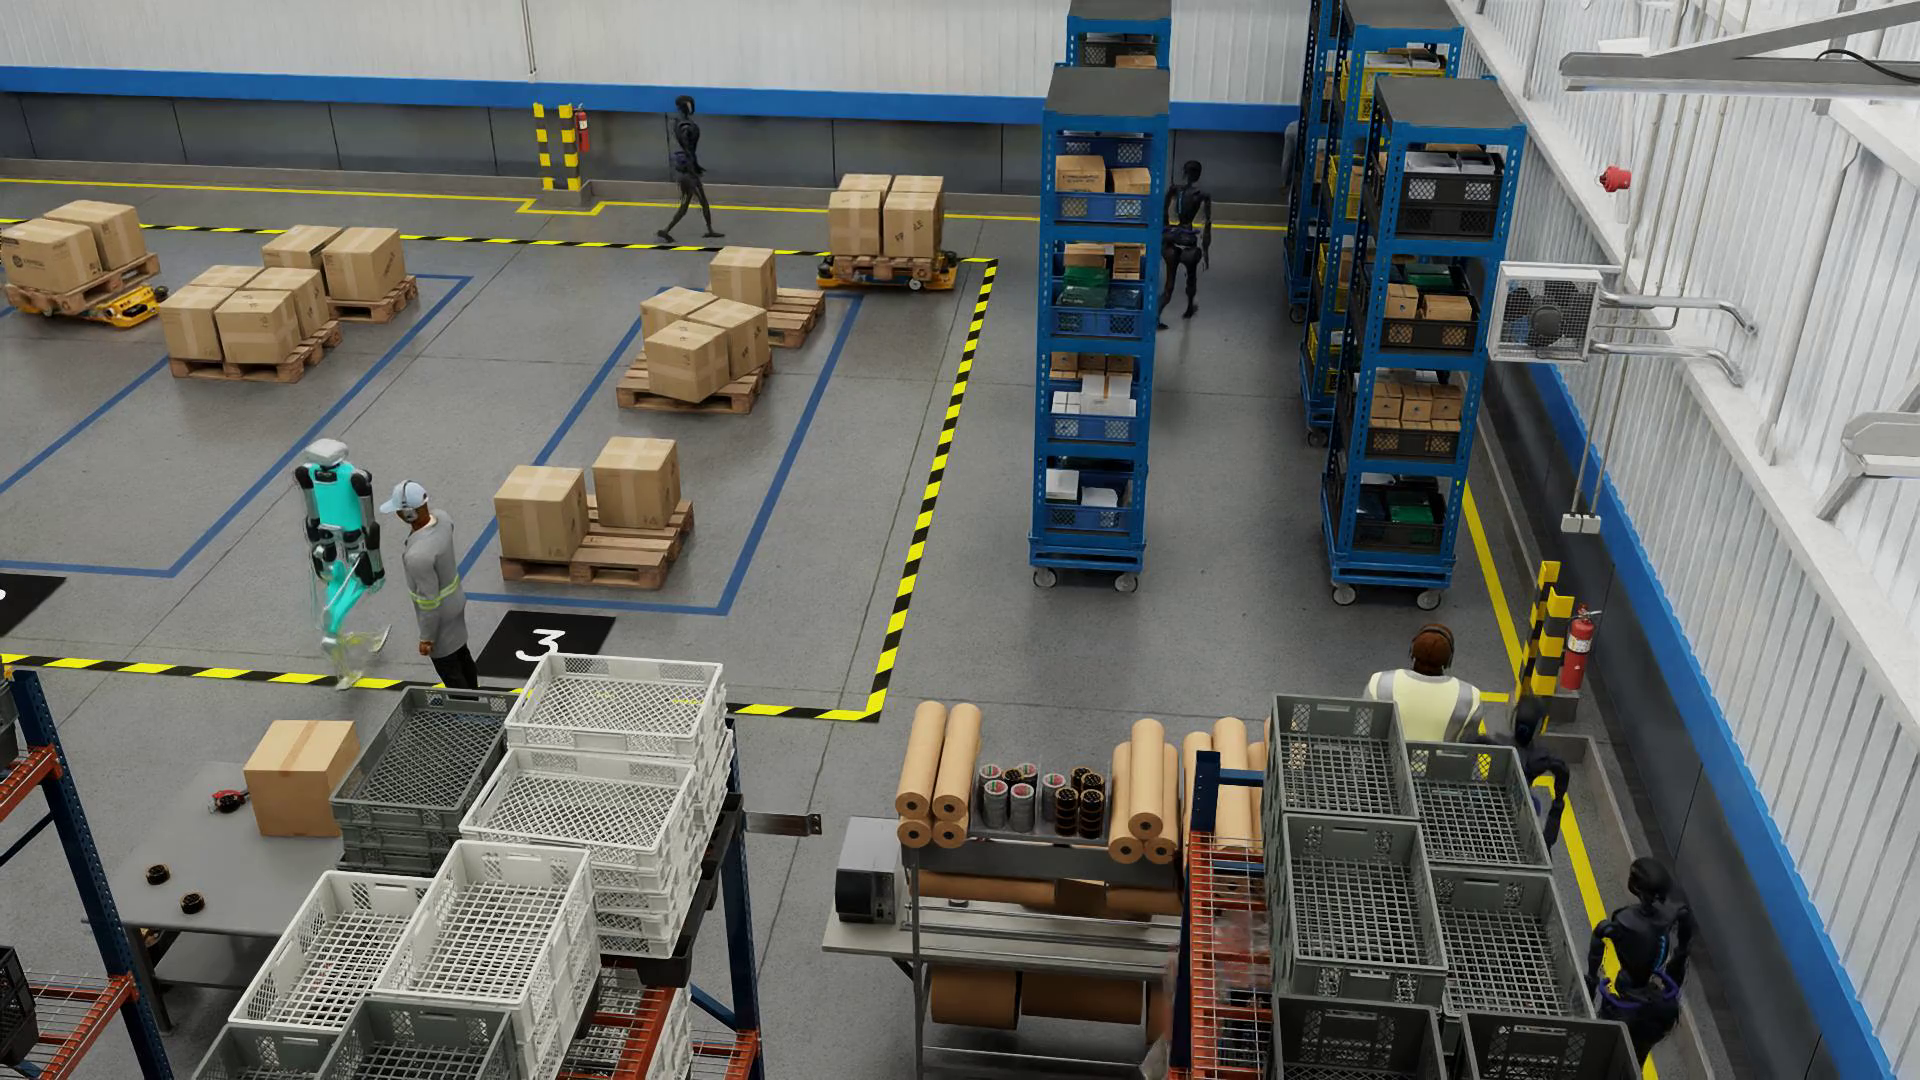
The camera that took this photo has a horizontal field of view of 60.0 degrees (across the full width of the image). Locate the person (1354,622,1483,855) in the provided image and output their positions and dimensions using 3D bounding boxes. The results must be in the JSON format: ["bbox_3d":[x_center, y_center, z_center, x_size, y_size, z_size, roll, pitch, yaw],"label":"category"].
[{"bbox_3d":[2.432,1.247,8.967,0.633,1.841,0.429,7,31,12],"label":"person"}]

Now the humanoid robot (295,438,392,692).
[{"bbox_3d":[-4.059,0.225,10.808,0.546,1.731,0.965,9,31,15],"label":"humanoid robot"}]

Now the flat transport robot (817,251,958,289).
[{"bbox_3d":[-0.759,-2.880,17.592,1.431,0.197,0.652,2,30,4],"label":"flat transport robot"}]

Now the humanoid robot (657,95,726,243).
[{"bbox_3d":[-3.029,-4.093,18.343,0.739,1.641,0.601,-3,30,-5],"label":"humanoid robot"}]

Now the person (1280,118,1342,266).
[{"bbox_3d":[3.669,-3.749,17.453,0.628,1.940,0.379,3,30,6],"label":"person"}]

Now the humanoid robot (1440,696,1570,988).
[{"bbox_3d":[2.821,1.516,8.684,0.591,1.640,0.605,12,32,20],"label":"humanoid robot"}]

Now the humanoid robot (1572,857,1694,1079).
[{"bbox_3d":[3.056,2.135,7.605,0.610,1.645,0.402,-9,31,-15],"label":"humanoid robot"}]

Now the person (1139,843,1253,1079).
[{"bbox_3d":[1.109,2.140,7.352,0.942,1.933,0.593,21,36,31],"label":"person"}]

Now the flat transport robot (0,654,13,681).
[{"bbox_3d":[-7.142,0.969,11.010,1.431,0.231,0.659,3,30,6],"label":"flat transport robot"}]

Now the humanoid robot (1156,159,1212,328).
[{"bbox_3d":[2.167,-2.883,16.290,0.609,1.647,0.732,22,37,33],"label":"humanoid robot"}]

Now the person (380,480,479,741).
[{"bbox_3d":[-3.273,0.448,10.336,0.396,1.848,0.587,-1,30,-2],"label":"person"}]

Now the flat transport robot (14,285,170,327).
[{"bbox_3d":[-8.777,-2.446,16.848,1.431,0.197,0.652,9,31,15],"label":"flat transport robot"}]
